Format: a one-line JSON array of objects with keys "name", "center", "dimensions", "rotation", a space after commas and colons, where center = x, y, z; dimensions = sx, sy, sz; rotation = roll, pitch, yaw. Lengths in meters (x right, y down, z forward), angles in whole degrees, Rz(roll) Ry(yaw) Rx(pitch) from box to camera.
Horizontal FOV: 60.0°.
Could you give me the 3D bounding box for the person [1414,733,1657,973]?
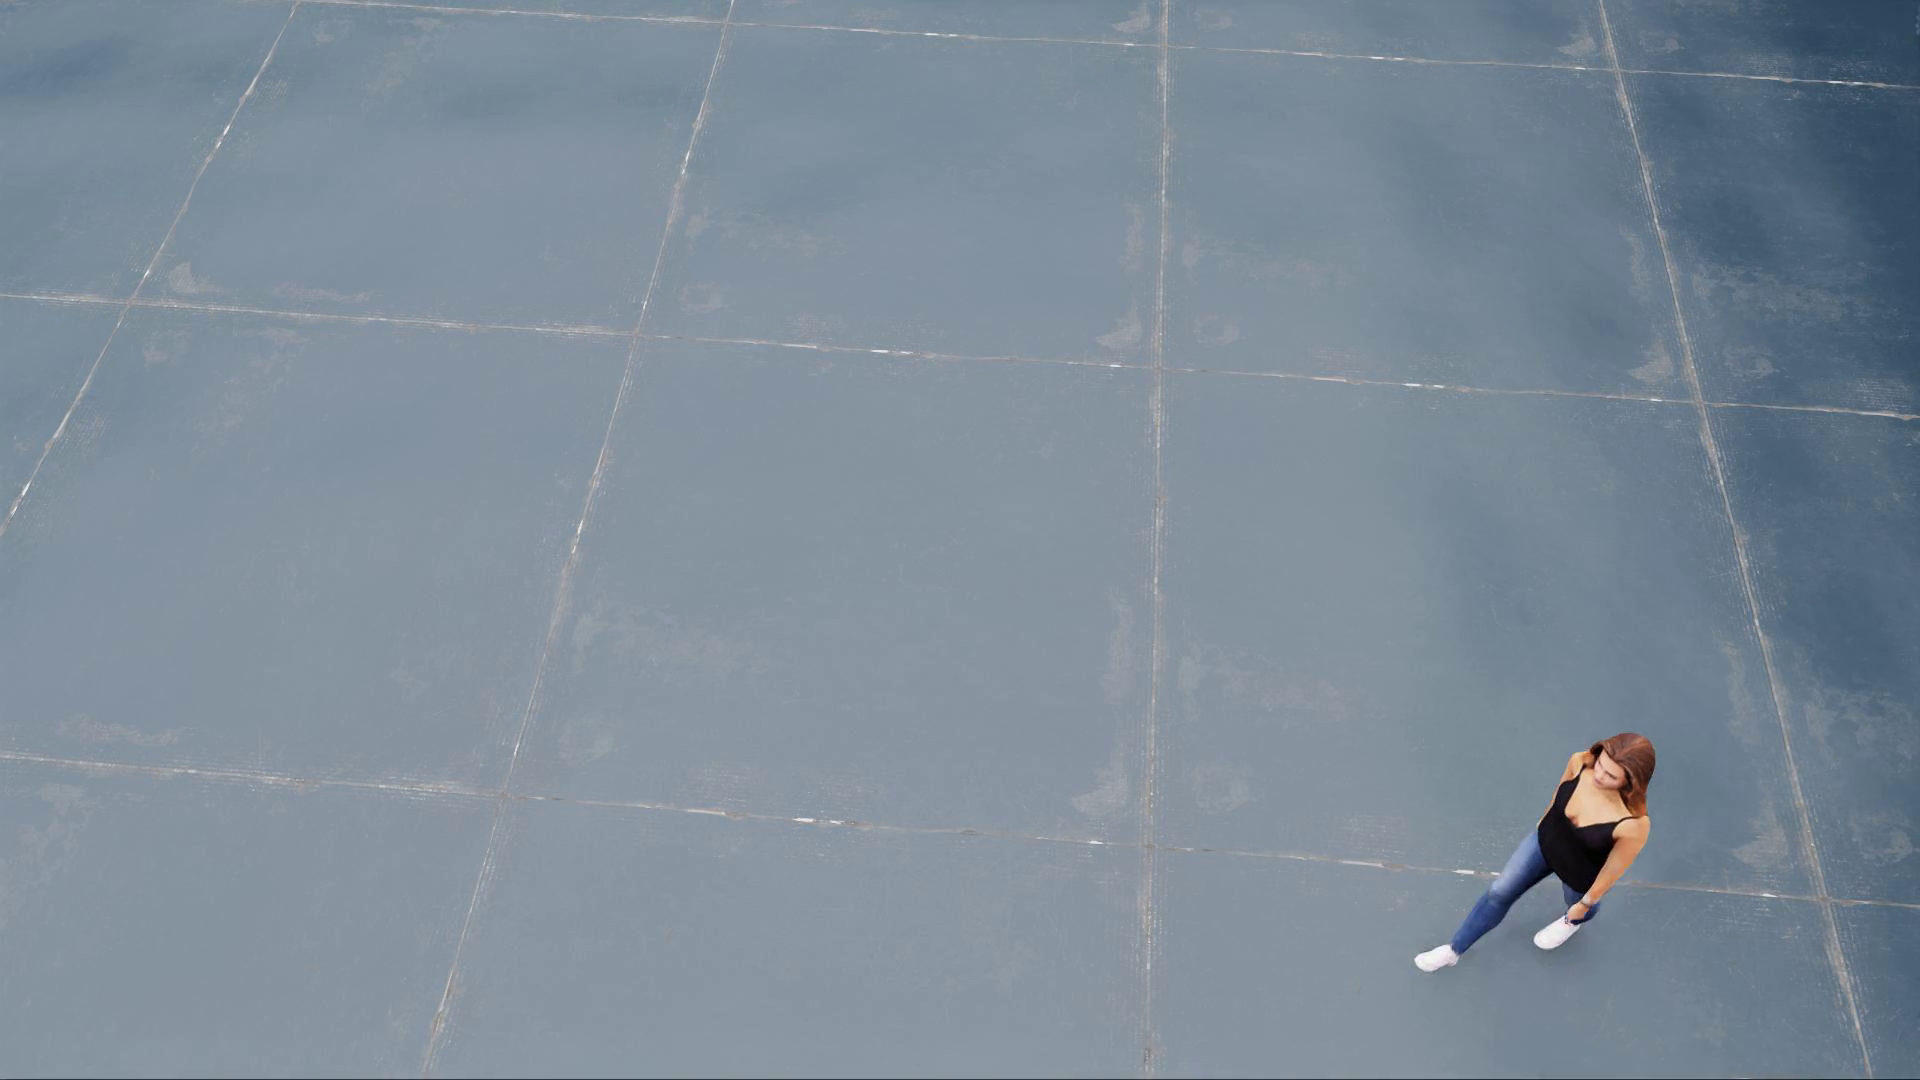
[{"name": "person", "center": [2.496, 1.242, 6.614], "dimensions": [1.125, 1.673, 0.936], "rotation": [-22, 55, -16]}]
